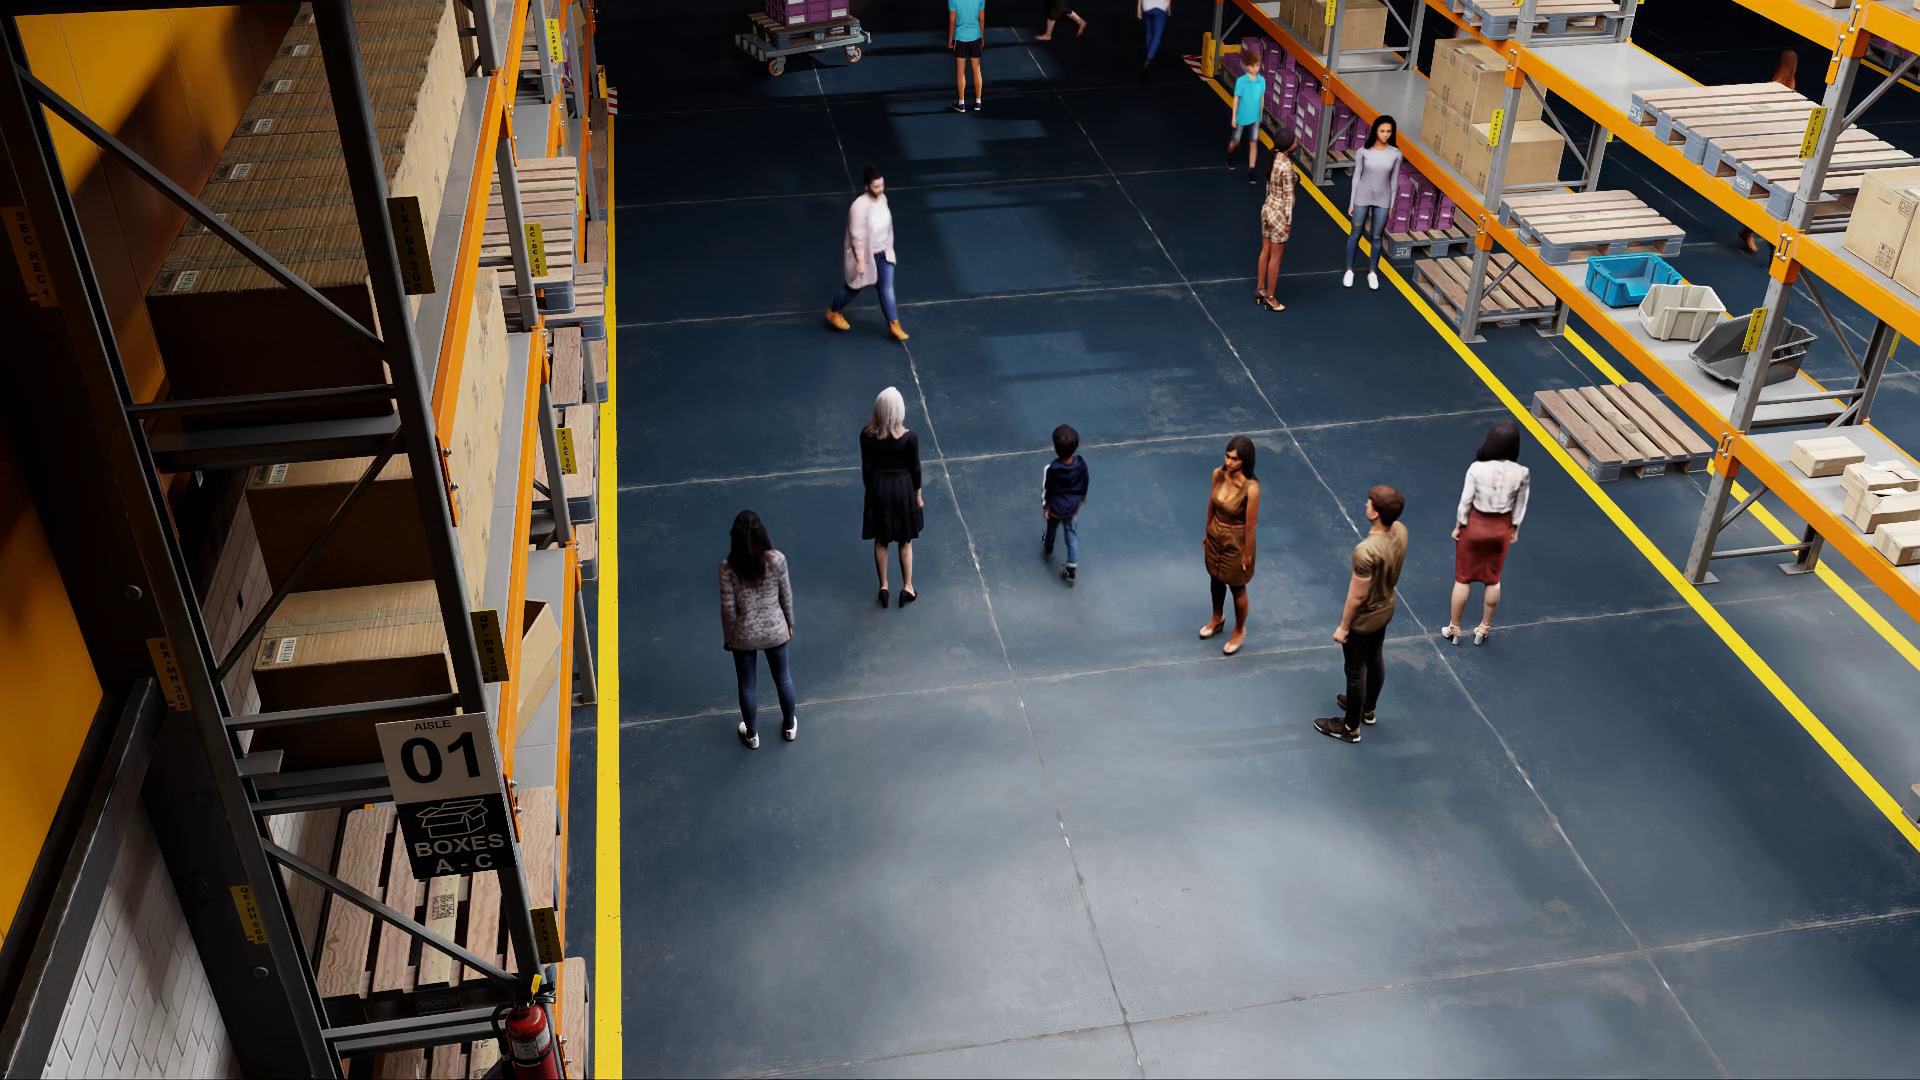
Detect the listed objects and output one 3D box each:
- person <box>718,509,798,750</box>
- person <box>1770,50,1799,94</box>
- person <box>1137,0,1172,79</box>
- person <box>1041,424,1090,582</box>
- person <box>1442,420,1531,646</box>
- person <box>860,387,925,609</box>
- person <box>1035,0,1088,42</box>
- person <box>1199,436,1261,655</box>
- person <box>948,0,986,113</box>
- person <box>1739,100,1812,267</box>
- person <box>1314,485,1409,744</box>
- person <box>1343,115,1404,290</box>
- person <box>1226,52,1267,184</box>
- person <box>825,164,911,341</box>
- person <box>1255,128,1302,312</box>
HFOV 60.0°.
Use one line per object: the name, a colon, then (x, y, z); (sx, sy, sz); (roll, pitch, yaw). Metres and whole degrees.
person: (-1.270, 0.565, 10.435); (0.620, 1.732, 0.541); (-8, 35, -12)
person: (8.727, -4.434, 17.959); (0.636, 1.728, 0.609); (-17, 37, -23)
person: (2.521, -6.828, 21.633); (0.998, 1.648, 1.176); (14, 36, 20)
person: (0.778, -0.252, 12.150); (0.557, 1.194, 0.823); (-8, 34, -12)
person: (3.571, -0.032, 11.317); (0.643, 1.750, 0.590); (2, 34, 4)
person: (-0.480, -0.298, 11.720); (0.671, 1.746, 0.661); (4, 34, 6)
person: (1.440, -7.671, 22.943); (0.787, 1.603, 0.947); (2, 34, 4)
person: (1.837, 0.028, 11.287); (0.698, 1.683, 0.591); (-24, 40, -31)
person: (0.095, -6.199, 20.571); (0.622, 1.777, 0.527); (-7, 34, -11)
person: (8.282, -3.634, 16.794); (0.744, 1.686, 1.117); (-12, 35, -17)
person: (2.576, 0.458, 10.488); (0.780, 1.852, 0.747); (26, 42, 34)
person: (4.031, -3.317, 16.271); (0.662, 1.736, 0.636); (5, 34, 8)
person: (3.225, -4.816, 18.809); (0.553, 1.425, 0.945); (-4, 34, -6)
person: (-0.925, -2.656, 15.306); (1.220, 1.704, 1.145); (19, 38, 27)
person: (3.009, -3.046, 15.811); (0.658, 1.794, 0.506); (-8, 35, -12)
